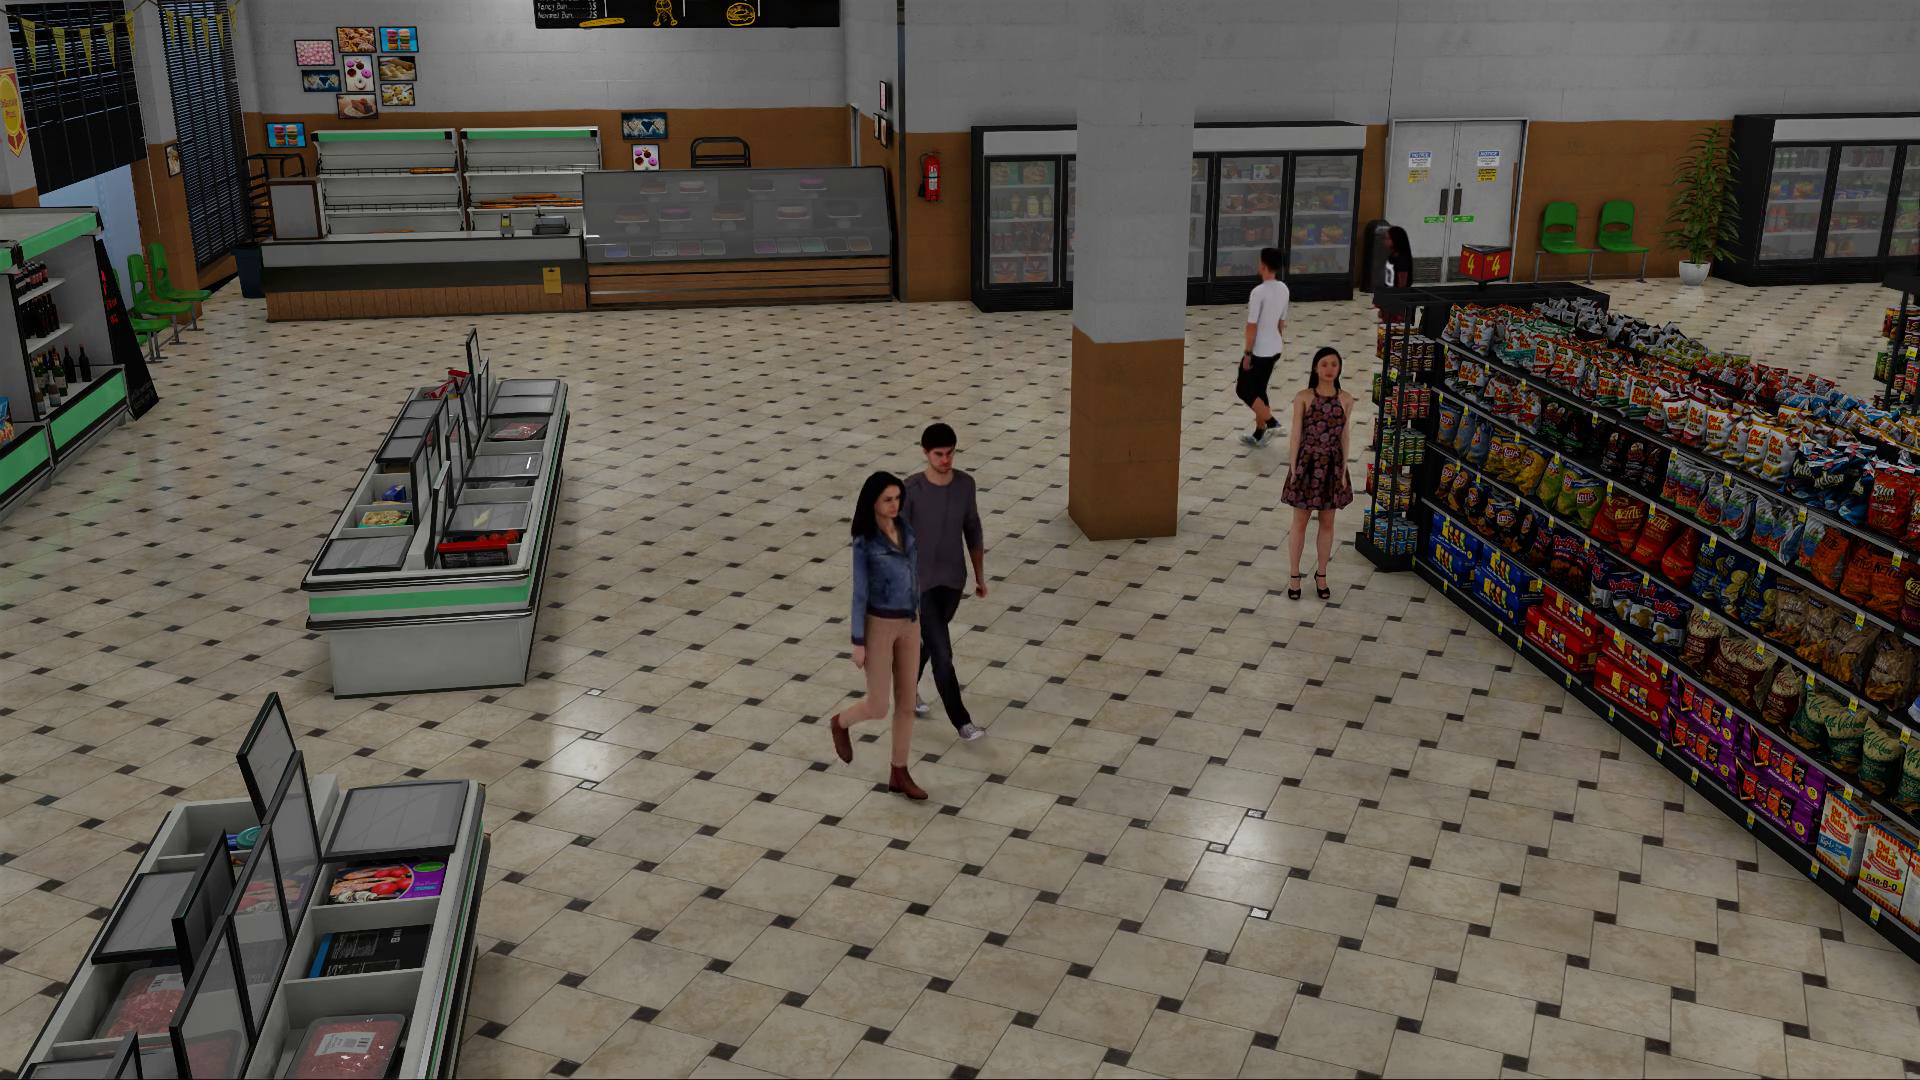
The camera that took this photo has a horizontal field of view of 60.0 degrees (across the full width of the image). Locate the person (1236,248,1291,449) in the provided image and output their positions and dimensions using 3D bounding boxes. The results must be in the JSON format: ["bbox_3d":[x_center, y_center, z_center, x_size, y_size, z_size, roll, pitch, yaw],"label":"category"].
[{"bbox_3d":[2.804,-1.702,15.064,0.880,1.836,0.948,-16,24,-39],"label":"person"}]

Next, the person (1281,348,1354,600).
[{"bbox_3d":[2.465,-0.448,11.443,0.699,1.773,0.707,0,19,-1],"label":"person"}]

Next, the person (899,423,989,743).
[{"bbox_3d":[-0.194,0.212,9.441,1.024,1.801,1.233,-13,23,-35],"label":"person"}]

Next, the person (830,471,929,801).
[{"bbox_3d":[-0.427,0.484,8.699,0.896,1.760,1.025,-17,25,-41],"label":"person"}]

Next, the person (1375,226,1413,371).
[{"bbox_3d":[4.546,-2.413,17.363,0.938,1.713,0.755,0,19,-1],"label":"person"}]
